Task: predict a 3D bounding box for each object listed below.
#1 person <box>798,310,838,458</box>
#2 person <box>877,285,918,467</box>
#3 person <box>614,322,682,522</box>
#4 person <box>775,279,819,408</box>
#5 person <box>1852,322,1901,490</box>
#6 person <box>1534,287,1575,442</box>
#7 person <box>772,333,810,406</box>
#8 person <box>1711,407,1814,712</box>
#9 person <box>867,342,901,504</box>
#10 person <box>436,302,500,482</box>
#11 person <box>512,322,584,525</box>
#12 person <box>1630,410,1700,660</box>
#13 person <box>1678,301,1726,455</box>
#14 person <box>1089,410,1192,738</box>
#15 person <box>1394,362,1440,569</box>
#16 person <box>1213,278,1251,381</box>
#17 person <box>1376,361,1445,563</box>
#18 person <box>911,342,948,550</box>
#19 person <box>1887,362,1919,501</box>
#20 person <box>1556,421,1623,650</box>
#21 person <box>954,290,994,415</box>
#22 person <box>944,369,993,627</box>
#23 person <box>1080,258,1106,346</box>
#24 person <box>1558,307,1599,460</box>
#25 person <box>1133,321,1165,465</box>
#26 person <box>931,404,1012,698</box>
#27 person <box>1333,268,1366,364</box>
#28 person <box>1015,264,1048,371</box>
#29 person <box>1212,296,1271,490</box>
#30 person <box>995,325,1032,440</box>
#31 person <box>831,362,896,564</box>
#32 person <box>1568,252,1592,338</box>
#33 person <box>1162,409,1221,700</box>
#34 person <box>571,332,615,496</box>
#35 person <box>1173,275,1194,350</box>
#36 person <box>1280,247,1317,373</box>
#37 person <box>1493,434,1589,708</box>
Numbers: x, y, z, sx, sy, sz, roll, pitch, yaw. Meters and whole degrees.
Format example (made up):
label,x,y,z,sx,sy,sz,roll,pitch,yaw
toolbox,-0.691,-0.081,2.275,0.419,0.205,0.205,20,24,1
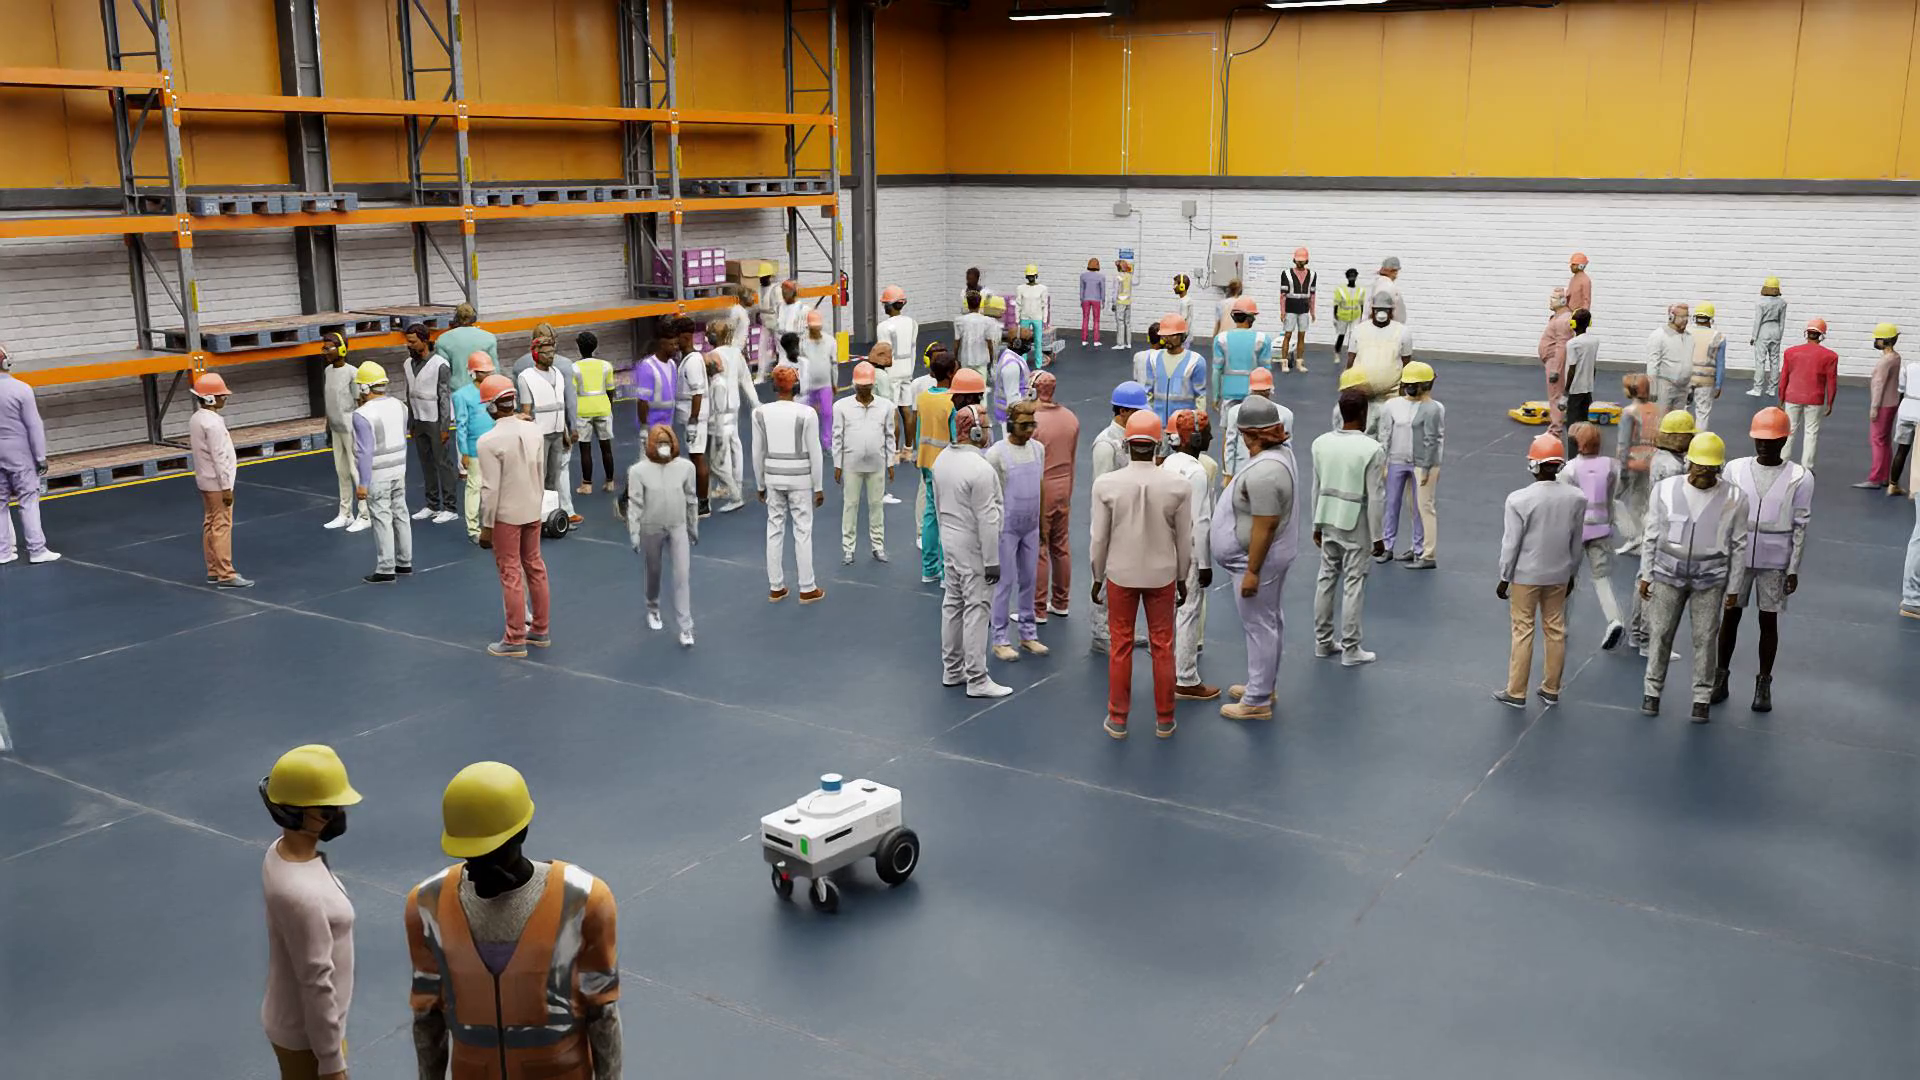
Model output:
label,x,y,z,sx,sy,sz,roll,pitch,yaw
person,-1.653,-1.797,19.304,0.579,1.716,0.787,-4,14,-18
person,-0.744,-1.853,18.837,0.371,2.044,0.608,10,16,36
person,-2.954,-1.115,15.886,0.663,1.935,0.639,5,14,21
person,-2.217,-2.587,22.427,0.586,1.861,0.751,8,15,32
person,9.707,-1.409,17.540,0.347,1.761,0.528,12,18,42
person,7.254,-2.121,20.289,0.409,1.913,0.651,4,14,18
person,-1.741,-1.365,17.555,0.357,1.664,0.647,8,15,32
person,5.036,0.120,10.513,0.545,1.938,0.355,9,16,33
person,-0.786,-1.189,16.854,0.281,1.634,0.498,-4,14,-17
person,-5.278,-1.589,17.922,0.635,1.937,0.352,-4,14,-17
person,-3.892,-1.083,15.728,0.627,1.941,0.373,4,14,16
person,4.950,-0.048,11.665,0.312,1.744,0.487,3,13,11
person,8.569,-1.853,19.331,0.586,1.824,0.404,9,16,35
person,1.079,0.212,9.987,0.612,1.995,0.393,0,13,2
person,3.912,-0.637,14.202,0.341,1.758,0.531,-1,13,-3
person,3.734,-2.660,22.804,0.520,1.831,0.441,6,14,24
person,3.842,-0.646,14.210,0.531,1.767,0.328,6,14,23
person,-0.199,-0.837,14.813,0.538,1.869,0.313,-10,16,-36
person,9.787,-1.237,16.954,0.319,1.686,0.539,-5,14,-22
person,4.495,-0.034,11.886,0.507,1.610,0.749,-2,13,-7
person,0.170,-2.141,20.491,0.508,1.863,0.327,1,13,4
person,0.063,-0.306,12.358,0.358,1.936,0.552,-1,13,-6
person,2.457,-4.417,30.877,0.494,1.624,0.279,4,14,18
person,6.709,-1.593,18.104,0.517,1.865,0.334,-9,16,-34
person,1.941,-1.255,16.664,0.341,1.857,0.521,-13,18,-43
person,0.085,0.070,10.798,0.409,1.909,0.641,-8,15,-30
person,6.482,-3.739,27.853,0.539,1.669,0.737,-1,13,-2
person,1.150,-3.558,26.841,0.533,1.768,0.310,1,13,5
person,2.944,-1.526,17.426,0.609,2.040,0.394,4,13,16
person,0.559,-1.210,16.521,0.428,1.836,0.623,1,13,3
person,-0.823,-0.665,14.322,0.563,1.750,0.326,-3,13,-13
person,9.666,-3.506,26.110,0.391,1.995,0.613,-1,13,-3
person,1.481,0.093,10.751,0.355,1.882,0.576,-4,13,-16
person,-3.820,-1.302,17.206,0.536,1.696,0.322,-9,16,-34
person,3.119,-2.767,23.224,0.333,1.858,0.516,2,13,8
person,5.474,-3.712,26.917,0.605,2.037,0.394,-2,13,-8
person,3.673,0.199,10.573,0.563,1.752,0.325,-3,13,-13
